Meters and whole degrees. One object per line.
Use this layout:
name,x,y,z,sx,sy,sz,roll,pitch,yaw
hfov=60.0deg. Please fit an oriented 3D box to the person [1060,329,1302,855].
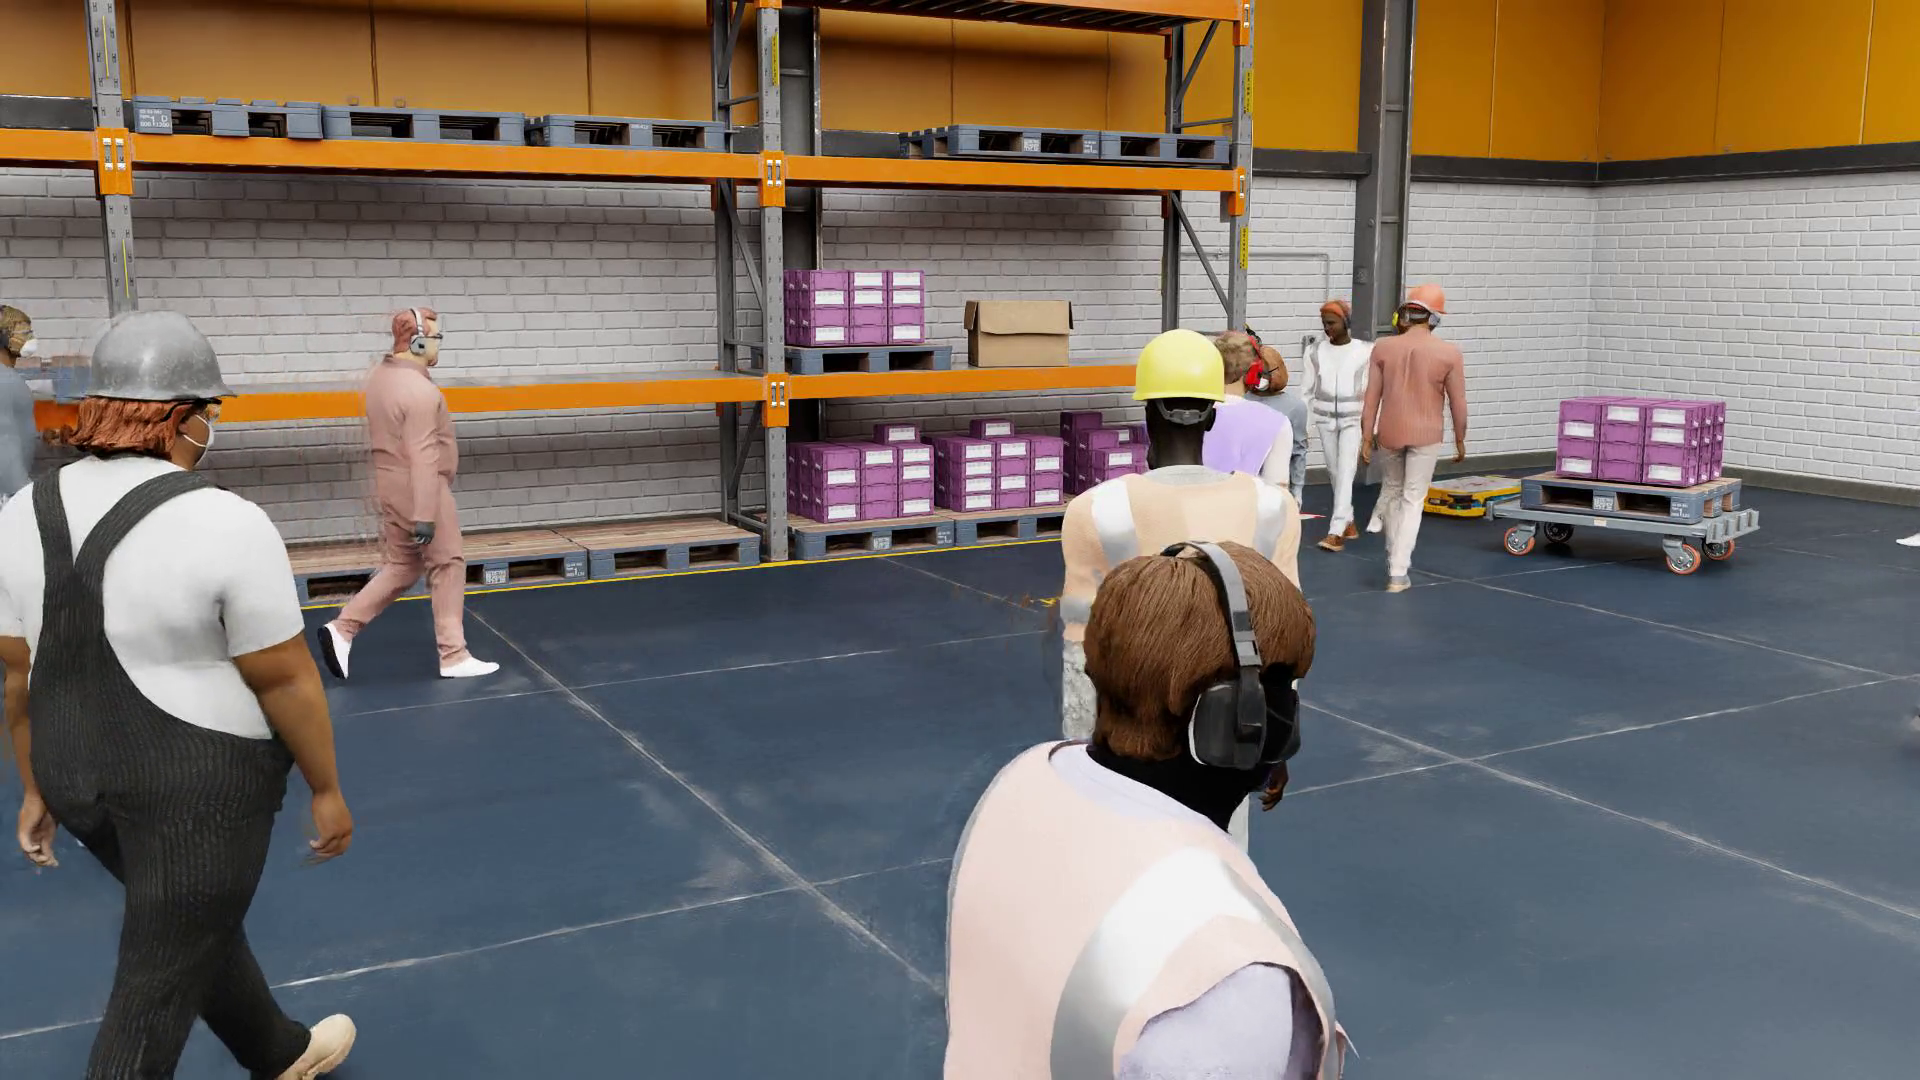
person,0.511,0.464,3.992,0.594,1.924,0.382,-2,10,-13

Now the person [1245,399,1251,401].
person,1.369,-0.198,8.901,0.512,1.641,0.307,3,10,19

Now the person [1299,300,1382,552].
person,2.829,-0.865,12.394,0.593,1.834,1.014,5,10,26

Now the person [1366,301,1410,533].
person,3.477,-0.996,13.205,0.587,1.823,0.892,7,12,38

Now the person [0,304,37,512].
person,-4.917,-0.276,8.646,1.051,1.880,0.657,-4,10,-23

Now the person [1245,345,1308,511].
person,1.717,-0.288,9.469,0.498,1.633,0.283,5,10,27

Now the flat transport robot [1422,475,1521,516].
flat transport robot,4.427,-0.387,14.216,1.431,0.197,0.652,-8,12,-40

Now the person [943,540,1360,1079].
person,0.119,0.889,1.823,0.926,1.804,0.604,-4,10,-24

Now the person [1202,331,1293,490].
person,1.071,0.068,6.755,0.593,1.814,0.754,4,10,23

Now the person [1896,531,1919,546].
person,7.391,-0.842,12.140,0.763,1.872,0.643,6,11,32

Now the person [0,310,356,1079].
person,-1.691,0.463,3.655,0.700,2.000,1.040,3,10,20

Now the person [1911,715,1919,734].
person,4.291,0.095,6.645,0.598,1.796,0.889,-6,11,-34

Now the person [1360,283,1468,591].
person,2.995,-0.675,10.834,0.627,1.957,0.887,6,11,34

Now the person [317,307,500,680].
person,-2.753,-0.206,8.226,0.772,1.881,0.646,-8,13,-42
